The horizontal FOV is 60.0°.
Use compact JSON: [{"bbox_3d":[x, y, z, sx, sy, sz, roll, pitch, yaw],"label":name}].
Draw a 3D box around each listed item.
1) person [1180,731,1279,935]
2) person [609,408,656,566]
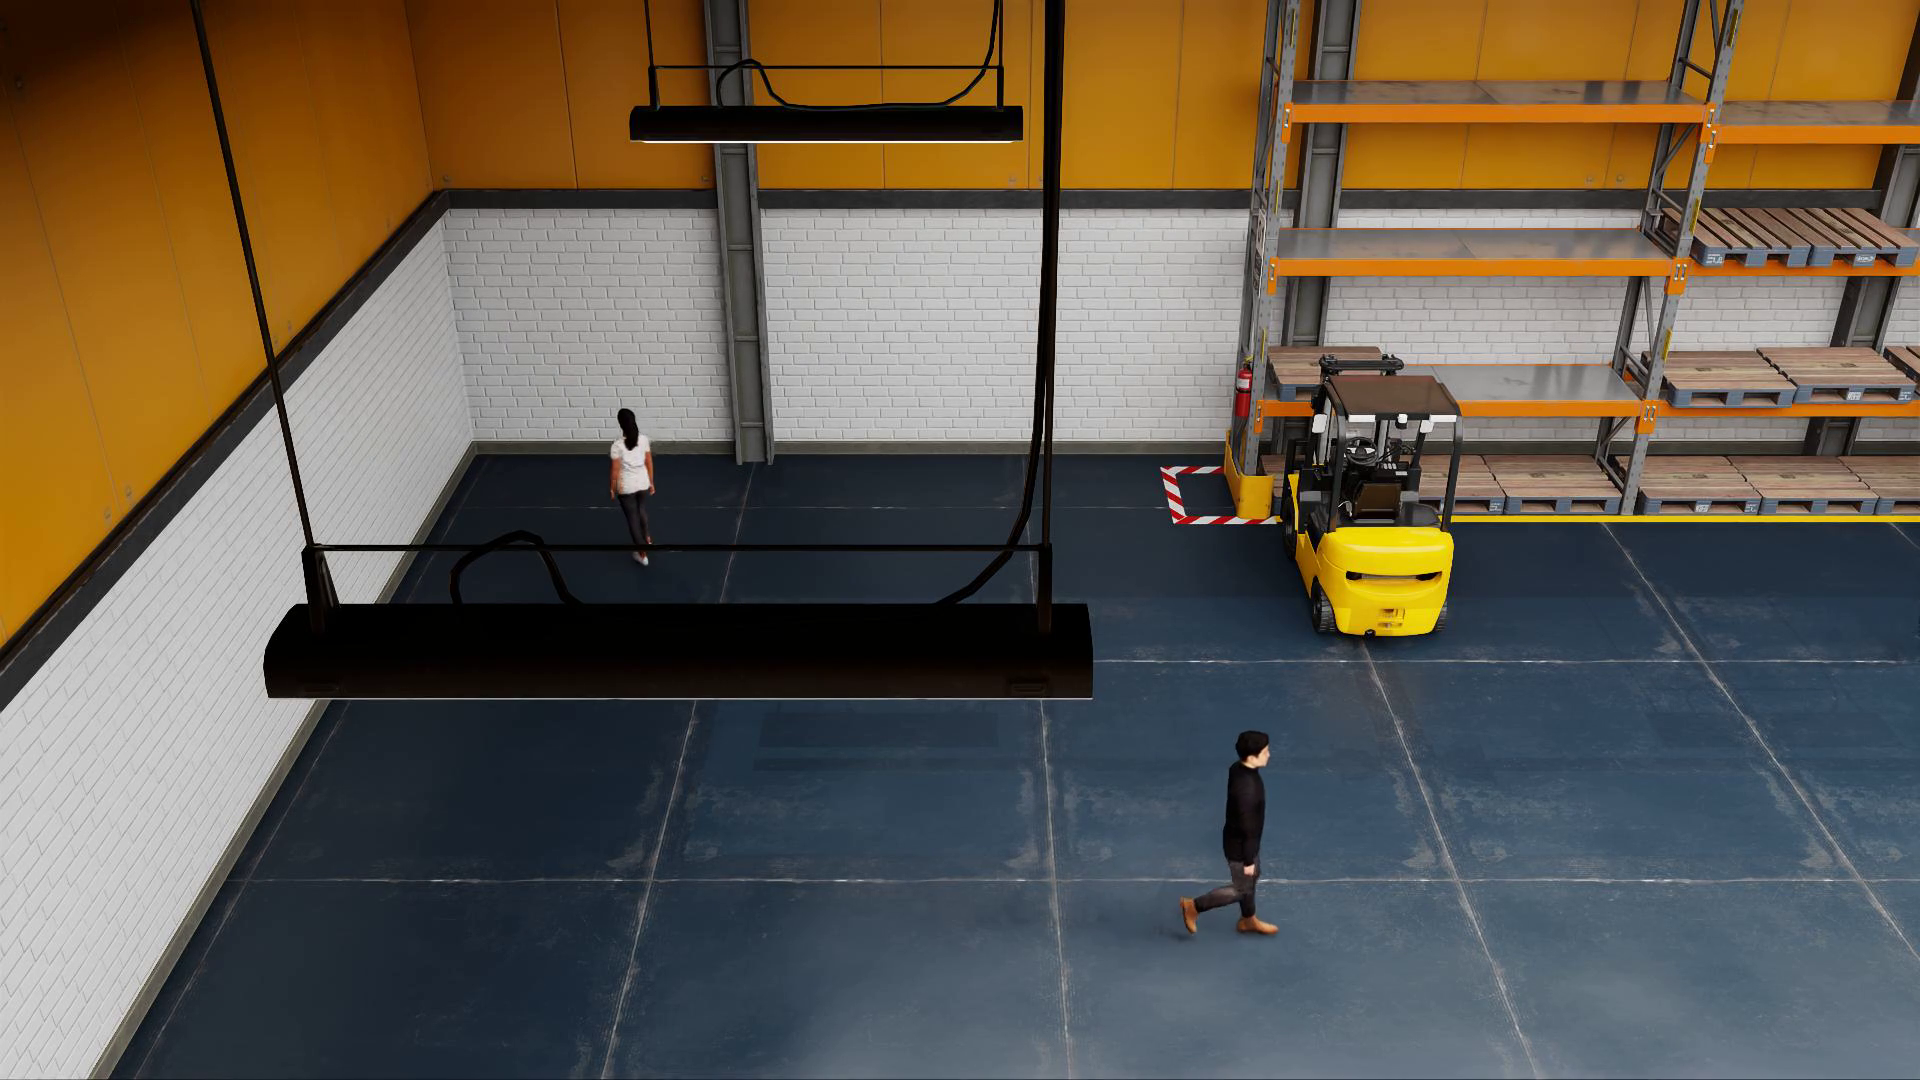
[{"bbox_3d":[1.885,2.056,11.440,0.983,1.708,0.746,4,29,7],"label":"person"},{"bbox_3d":[-3.136,-0.488,16.184,0.690,1.630,0.754,-24,36,-36],"label":"person"}]
